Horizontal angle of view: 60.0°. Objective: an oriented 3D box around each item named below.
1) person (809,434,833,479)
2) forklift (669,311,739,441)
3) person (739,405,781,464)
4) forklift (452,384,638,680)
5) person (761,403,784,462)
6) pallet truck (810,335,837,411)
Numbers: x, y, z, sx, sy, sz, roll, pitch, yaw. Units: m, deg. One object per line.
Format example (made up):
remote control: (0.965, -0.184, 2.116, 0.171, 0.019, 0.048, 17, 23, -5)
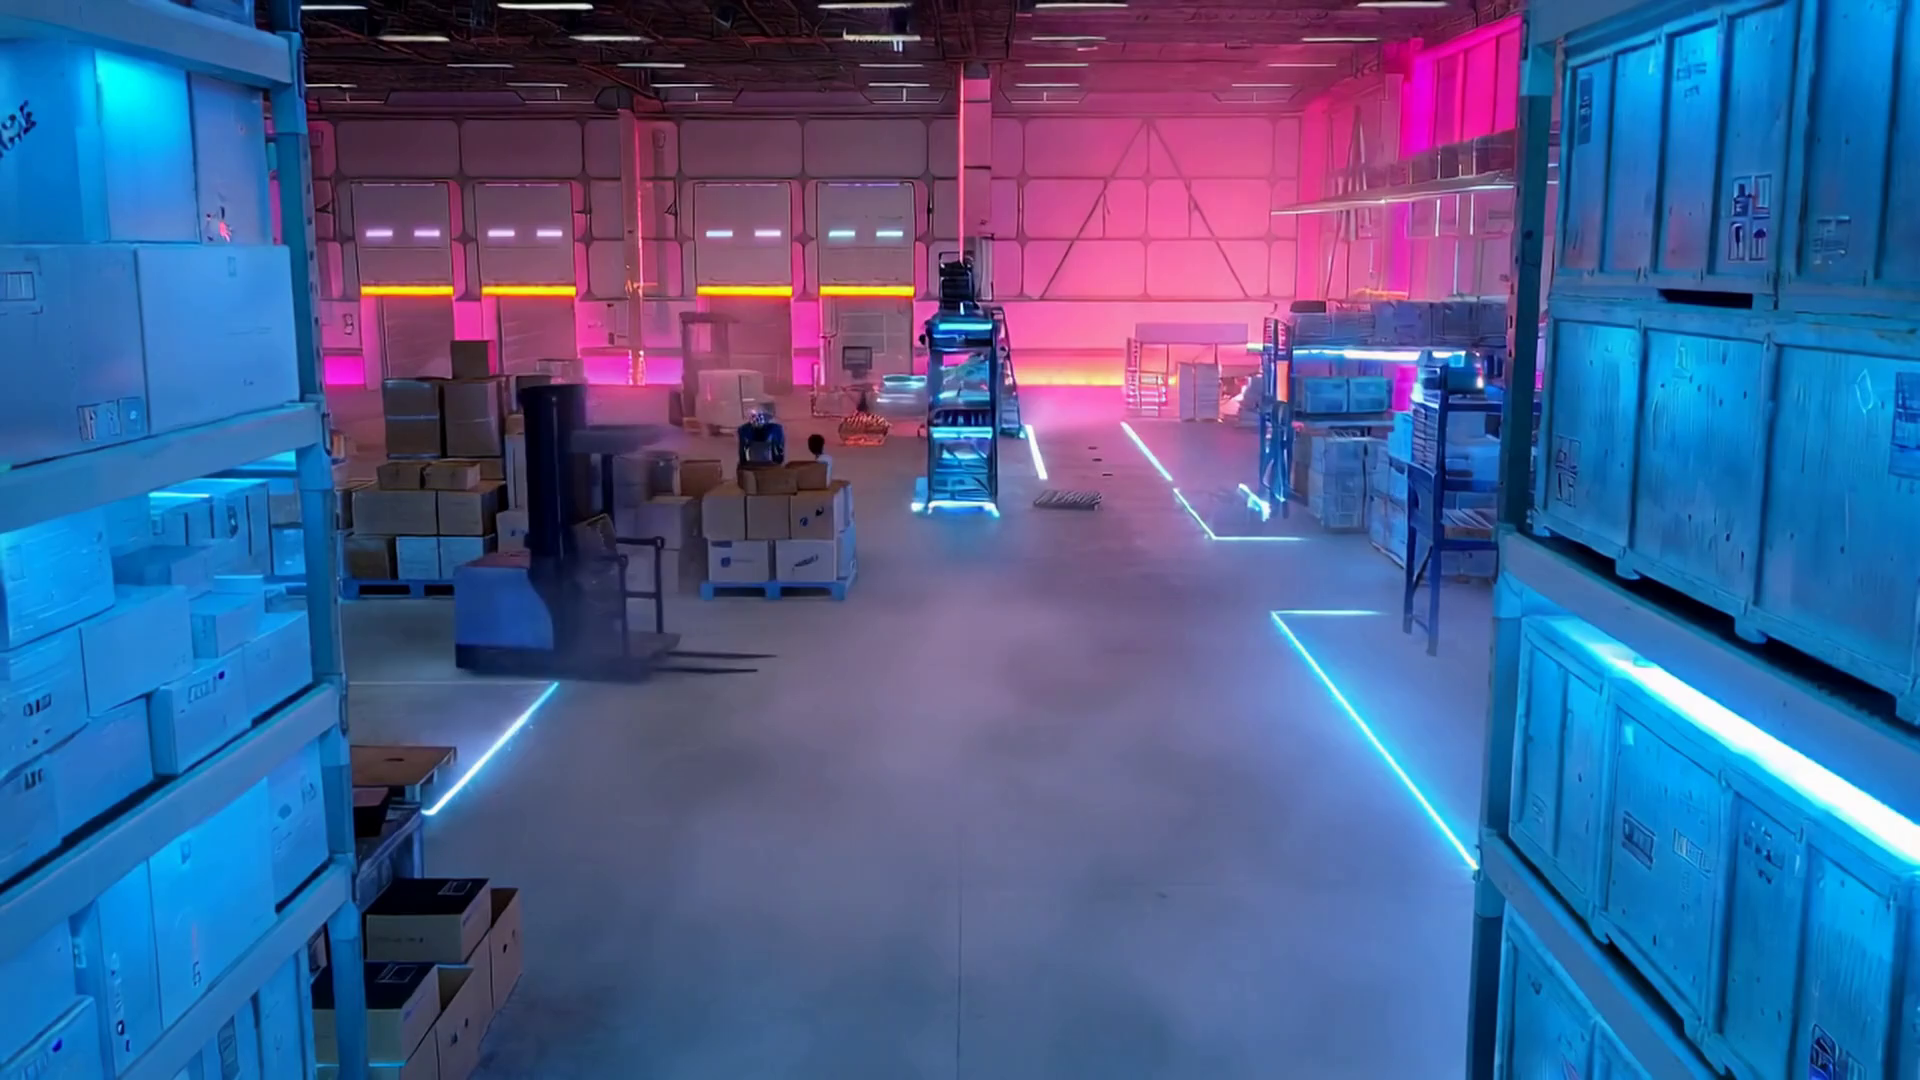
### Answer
person: (-1.855, -0.627, 22.790, 0.704, 1.667, 0.543, 2, 10, 14)
forklift: (-5.723, -3.678, 36.924, 1.129, 2.768, 1.873, -5, 11, -27)
person: (-2.926, -1.020, 24.356, 0.623, 1.931, 0.374, 2, 10, 11)
forklift: (-3.974, -0.127, 16.433, 1.873, 2.768, 1.129, 2, 10, 9)
person: (-2.757, -1.047, 24.610, 0.435, 1.933, 0.565, 4, 10, 20)
pallet truck: (-3.021, -4.312, 43.126, 1.885, 1.965, 0.823, 3, 10, 17)
